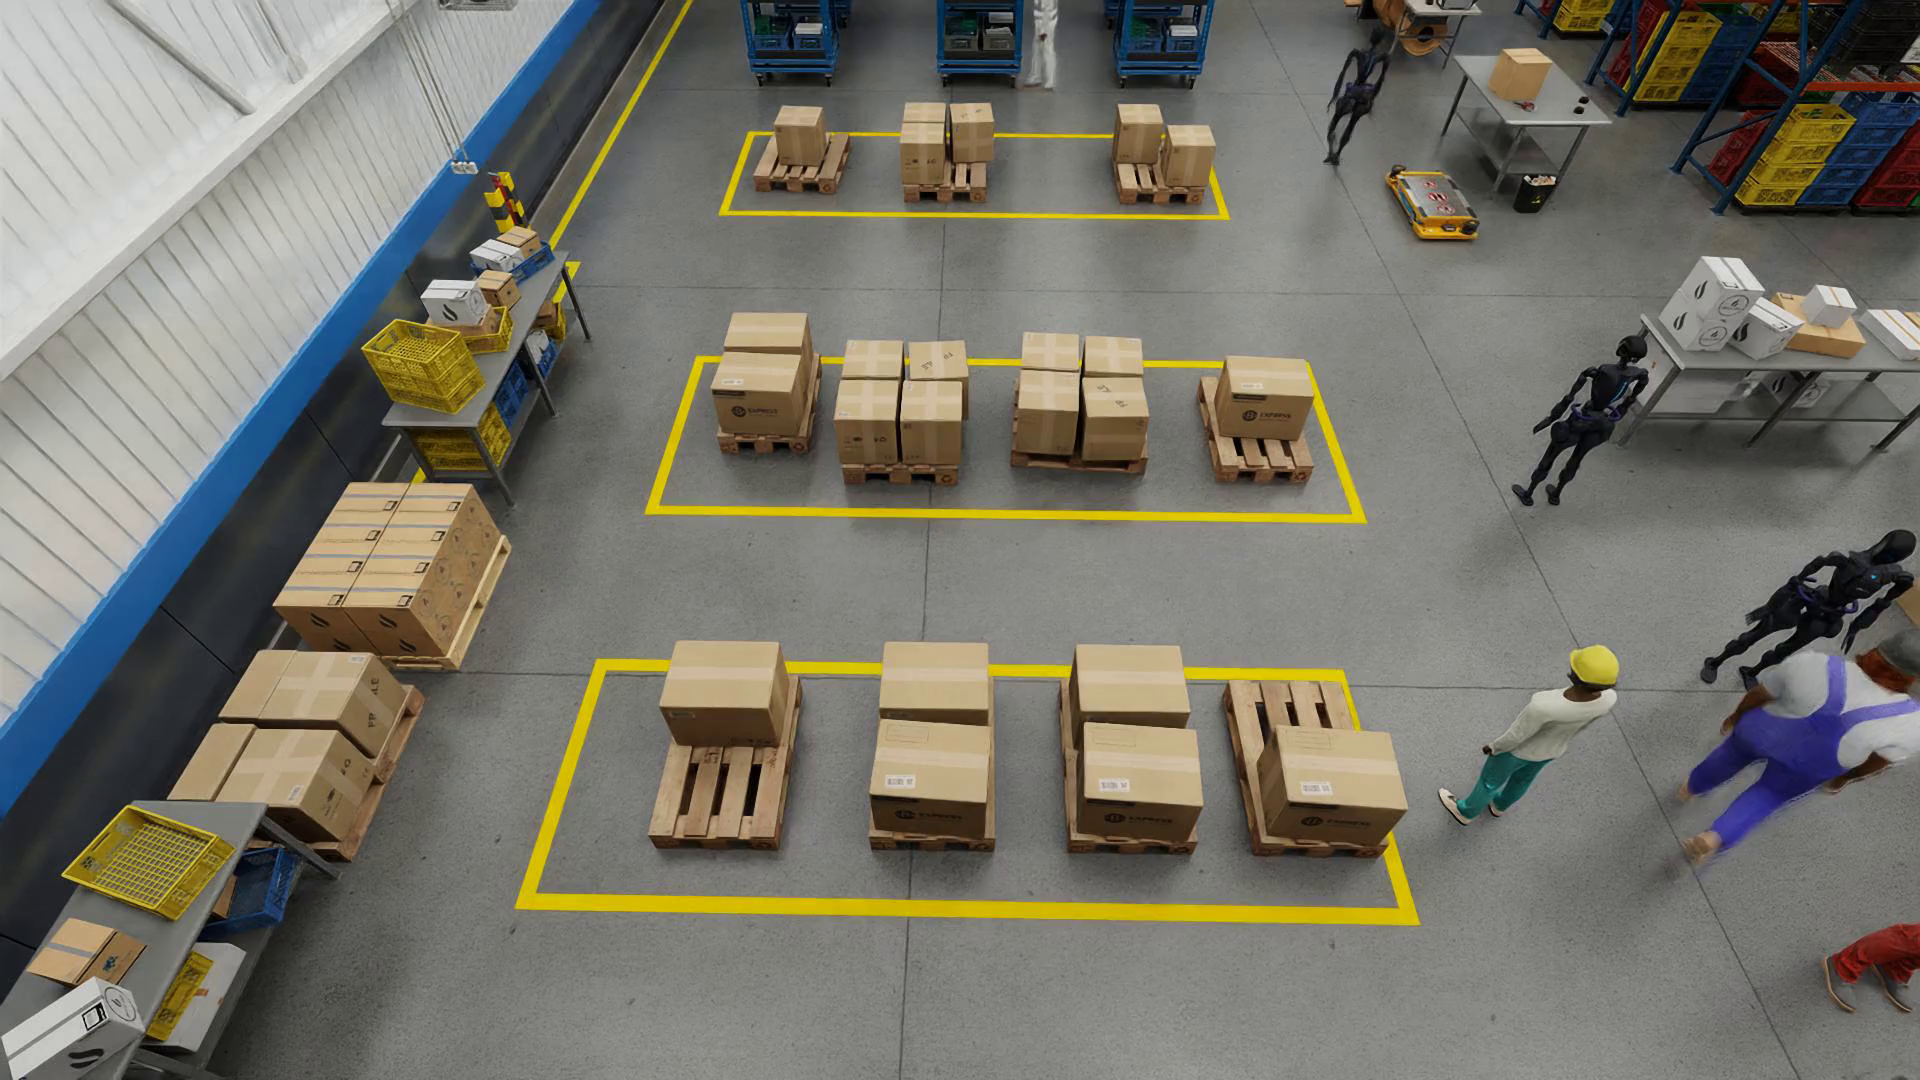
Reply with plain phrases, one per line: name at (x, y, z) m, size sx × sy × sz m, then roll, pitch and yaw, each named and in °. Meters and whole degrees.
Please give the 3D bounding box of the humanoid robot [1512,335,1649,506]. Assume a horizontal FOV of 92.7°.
humanoid robot at (5.035, -0.949, 7.411) m, size 0.596 × 1.660 × 0.323 m, roll 1°, pitch 49°, yaw 1°

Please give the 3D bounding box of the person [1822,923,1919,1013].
person at (5.360, 1.975, 4.683) m, size 0.609 × 1.995 × 0.381 m, roll 3°, pitch 49°, yaw 3°

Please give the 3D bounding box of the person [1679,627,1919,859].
person at (4.856, 1.187, 5.335) m, size 0.751 × 2.000 × 0.685 m, roll -28°, pitch 55°, yaw -22°

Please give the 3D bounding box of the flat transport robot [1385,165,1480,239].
flat transport robot at (5.692, -4.094, 11.059) m, size 0.652 × 0.197 × 1.431 m, roll 1°, pitch 49°, yaw 1°

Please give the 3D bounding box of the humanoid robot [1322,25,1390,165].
humanoid robot at (4.874, -5.467, 11.334) m, size 0.600 × 1.647 × 0.446 m, roll 4°, pitch 49°, yaw 4°

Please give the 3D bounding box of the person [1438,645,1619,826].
person at (3.423, 1.195, 5.508) m, size 0.533 × 1.765 × 0.315 m, roll -8°, pitch 50°, yaw -7°

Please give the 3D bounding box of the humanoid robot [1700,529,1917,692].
humanoid robot at (5.735, 0.501, 6.161) m, size 0.601 × 1.653 × 0.313 m, roll 19°, pitch 52°, yaw 16°

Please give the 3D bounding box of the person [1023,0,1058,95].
person at (1.147, -7.160, 12.668) m, size 0.374 × 1.884 × 0.581 m, roll -6°, pitch 49°, yaw -5°
